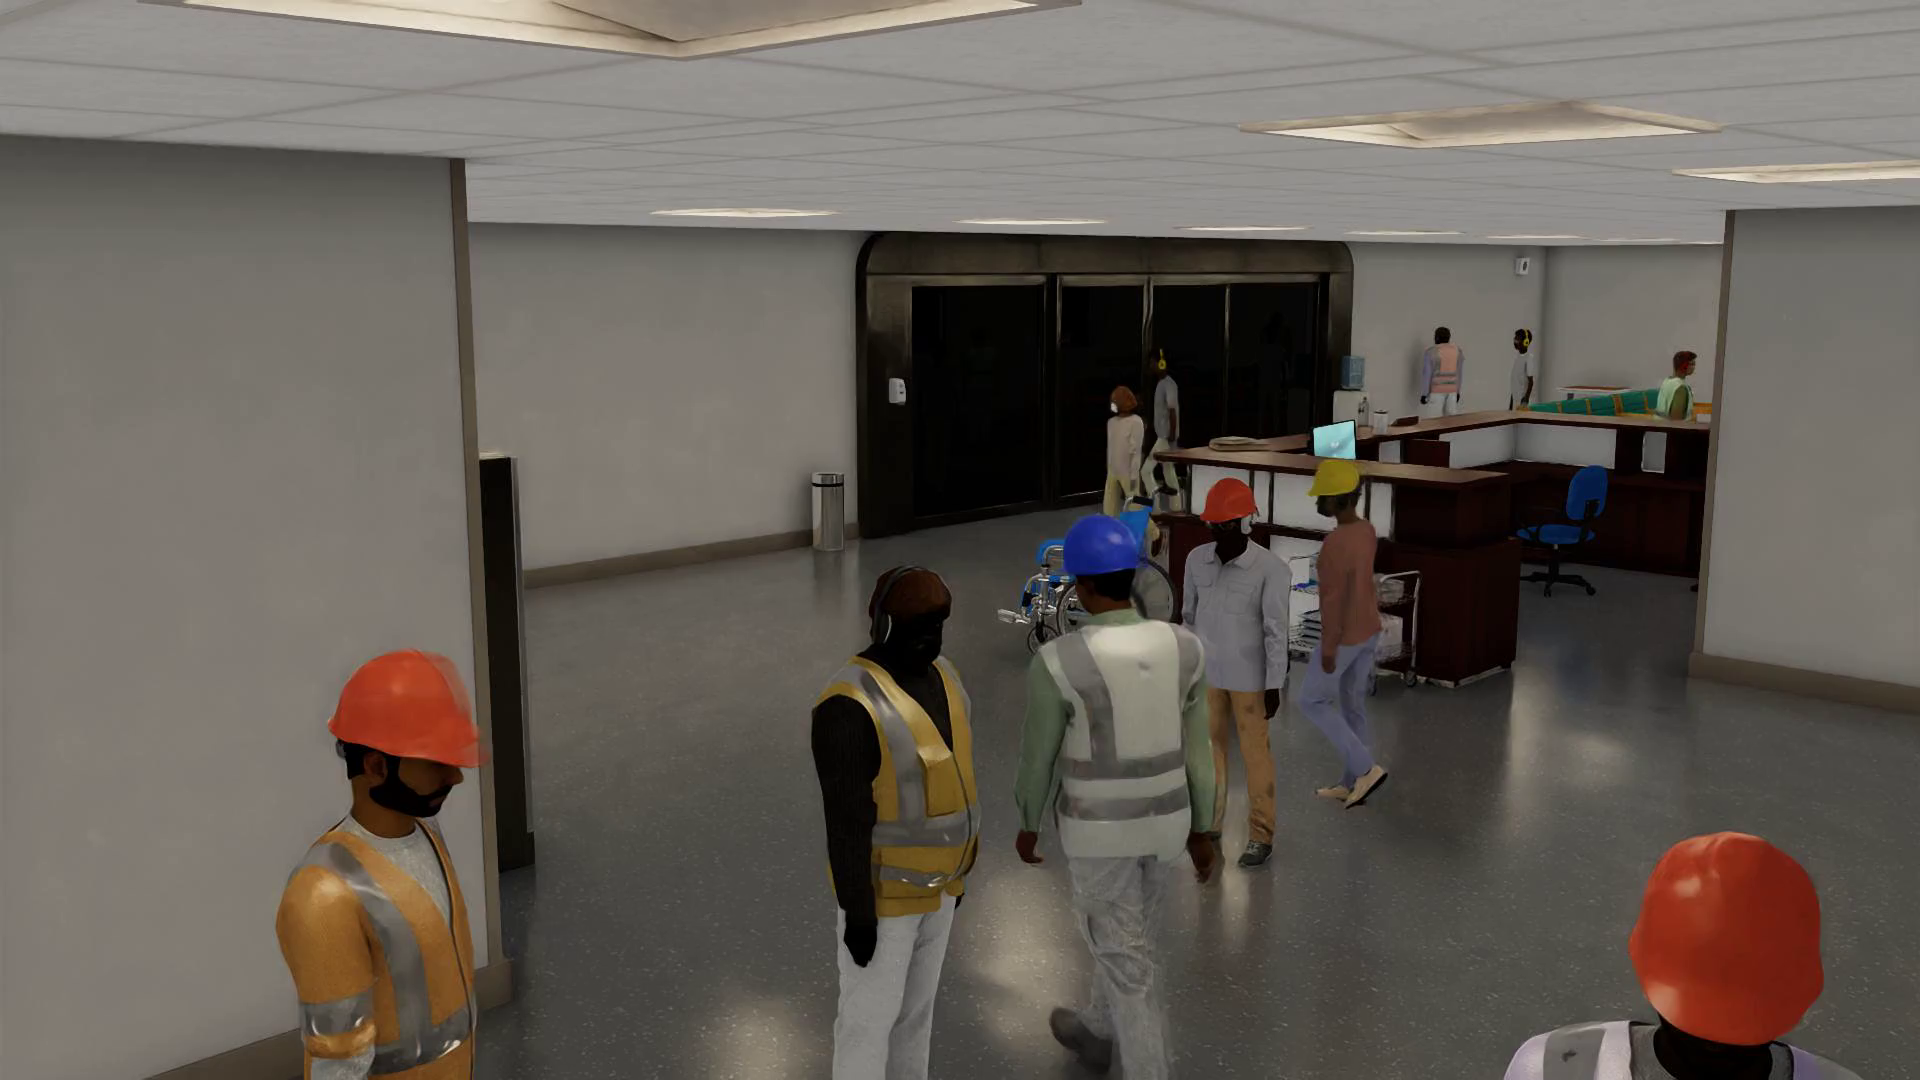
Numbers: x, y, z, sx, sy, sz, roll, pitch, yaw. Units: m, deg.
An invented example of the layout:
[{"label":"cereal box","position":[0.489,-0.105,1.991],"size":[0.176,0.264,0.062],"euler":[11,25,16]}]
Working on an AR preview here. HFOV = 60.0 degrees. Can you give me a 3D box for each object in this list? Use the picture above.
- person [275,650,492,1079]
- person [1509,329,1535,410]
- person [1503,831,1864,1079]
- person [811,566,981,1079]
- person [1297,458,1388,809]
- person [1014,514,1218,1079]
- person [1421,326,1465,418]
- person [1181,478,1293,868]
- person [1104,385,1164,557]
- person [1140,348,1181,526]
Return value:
[{"label":"person","position":[-1.089,1.166,3.304],"size":[0.373,1.929,0.542],"euler":[0,9,0]},{"label":"person","position":[7.392,-1.853,21.982],"size":[0.328,1.875,0.513],"euler":[-1,9,-3]},{"label":"person","position":[1.003,1.326,2.327],"size":[0.543,1.927,0.375],"euler":[3,10,15]},{"label":"person","position":[-0.155,0.980,4.725],"size":[0.430,1.841,0.624],"euler":[5,11,28]},{"label":"person","position":[1.885,0.469,8.141],"size":[0.400,1.746,0.546],"euler":[8,12,39]},{"label":"person","position":[0.424,0.867,5.195],"size":[0.601,1.903,0.910],"euler":[-6,11,-32]},{"label":"person","position":[6.864,-2.118,23.711],"size":[0.634,1.842,0.430],"euler":[-2,10,-14]},{"label":"person","position":[1.203,0.585,7.440],"size":[0.563,1.742,0.361],"euler":[9,13,44]},{"label":"person","position":[1.520,-0.596,15.057],"size":[0.682,1.612,0.502],"euler":[-7,11,-36]},{"label":"person","position":[2.019,-1.041,17.097],"size":[0.657,1.839,0.497],"euler":[1,9,8]}]
